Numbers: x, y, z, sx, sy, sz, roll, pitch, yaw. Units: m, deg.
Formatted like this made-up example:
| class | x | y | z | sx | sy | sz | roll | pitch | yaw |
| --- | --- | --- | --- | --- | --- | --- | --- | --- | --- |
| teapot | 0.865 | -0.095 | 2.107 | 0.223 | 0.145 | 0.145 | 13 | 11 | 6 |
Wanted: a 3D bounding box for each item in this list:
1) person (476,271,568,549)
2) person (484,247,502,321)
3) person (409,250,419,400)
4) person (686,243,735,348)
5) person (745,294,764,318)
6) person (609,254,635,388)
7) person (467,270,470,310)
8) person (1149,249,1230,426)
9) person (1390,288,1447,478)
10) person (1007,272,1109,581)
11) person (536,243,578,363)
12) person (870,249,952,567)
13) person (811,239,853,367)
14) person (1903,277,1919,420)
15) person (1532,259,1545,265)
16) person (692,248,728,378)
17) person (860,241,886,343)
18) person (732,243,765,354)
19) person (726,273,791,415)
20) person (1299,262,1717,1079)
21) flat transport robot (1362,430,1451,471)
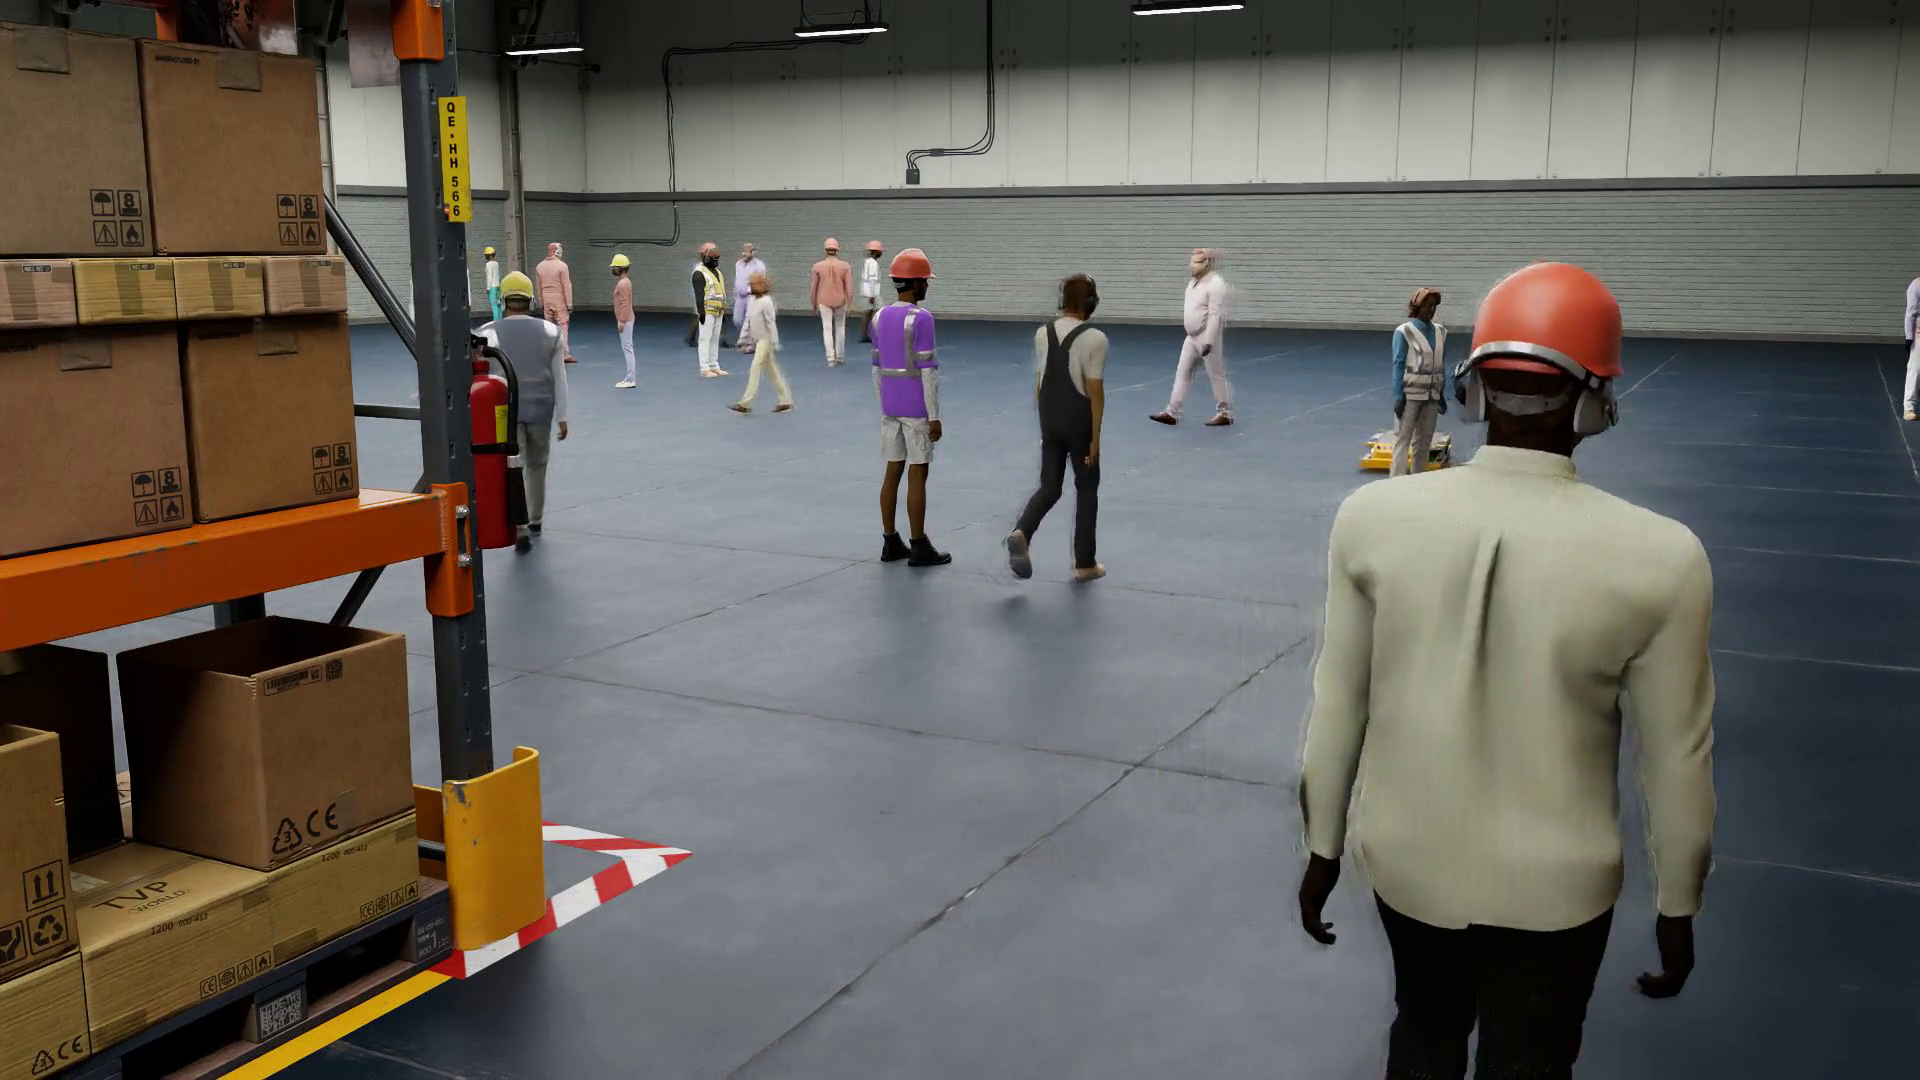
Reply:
| class | x | y | z | sx | sy | sz | roll | pitch | yaw |
| --- | --- | --- | --- | --- | --- | --- | --- | --- | --- |
| person | -2.868 | -0.852 | 10.865 | 0.602 | 1.799 | 0.902 | -4 | 11 | -18 |
| person | -10.324 | -5.571 | 36.674 | 0.325 | 1.767 | 0.533 | 1 | 10 | 7 |
| person | -6.560 | -2.644 | 20.394 | 0.416 | 1.877 | 0.603 | 2 | 11 | 11 |
| person | -4.542 | -4.397 | 29.930 | 0.990 | 1.895 | 0.559 | 5 | 12 | 26 |
| person | -3.862 | -4.392 | 30.727 | 0.497 | 1.585 | 0.848 | -4 | 11 | -22 |
| person | -4.482 | -2.902 | 22.122 | 0.312 | 1.768 | 0.529 | -2 | 11 | -9 |
| person | -8.547 | -4.016 | 27.988 | 0.586 | 1.856 | 0.872 | -3 | 11 | -16 |
| person | 2.483 | -2.122 | 17.581 | 0.946 | 1.861 | 0.670 | -5 | 11 | -24 |
| person | 3.393 | -1.042 | 12.321 | 0.519 | 1.639 | 0.309 | -6 | 12 | -31 |
| person | 0.584 | -0.627 | 9.569 | 0.503 | 1.820 | 0.719 | 7 | 13 | 34 |
| person | -6.397 | -3.756 | 26.414 | 0.639 | 1.901 | 0.406 | 5 | 12 | 27 |
| person | -0.304 | -0.809 | 10.232 | 0.361 | 1.939 | 0.542 | -9 | 14 | -42 |
| person | -1.997 | -3.703 | 25.971 | 0.652 | 1.947 | 0.980 | -1 | 10 | -3 |
| person | 10.673 | -2.222 | 18.205 | 0.627 | 1.843 | 0.429 | 1 | 10 | 5 |
| person | 9.117 | -3.609 | 26.316 | 0.514 | 1.641 | 0.307 | 5 | 12 | 26 |
| person | -3.559 | -3.248 | 23.816 | 0.429 | 1.840 | 0.624 | 4 | 11 | 21 |
| person | -1.538 | -4.631 | 31.163 | 0.757 | 1.911 | 0.562 | -3 | 11 | -14 |
| person | -3.642 | -4.130 | 28.483 | 0.660 | 1.884 | 0.425 | 7 | 13 | 35 |
| person | -2.281 | -2.217 | 18.860 | 0.839 | 1.591 | 0.510 | -5 | 12 | -26 |
| person | 0.925 | 0.532 | 2.811 | 0.657 | 1.975 | 0.511 | 7 | 12 | 33 |
| flat transport robot | 3.988 | -0.807 | 14.773 | 0.652 | 0.197 | 1.431 | 4 | 11 | 19 |
